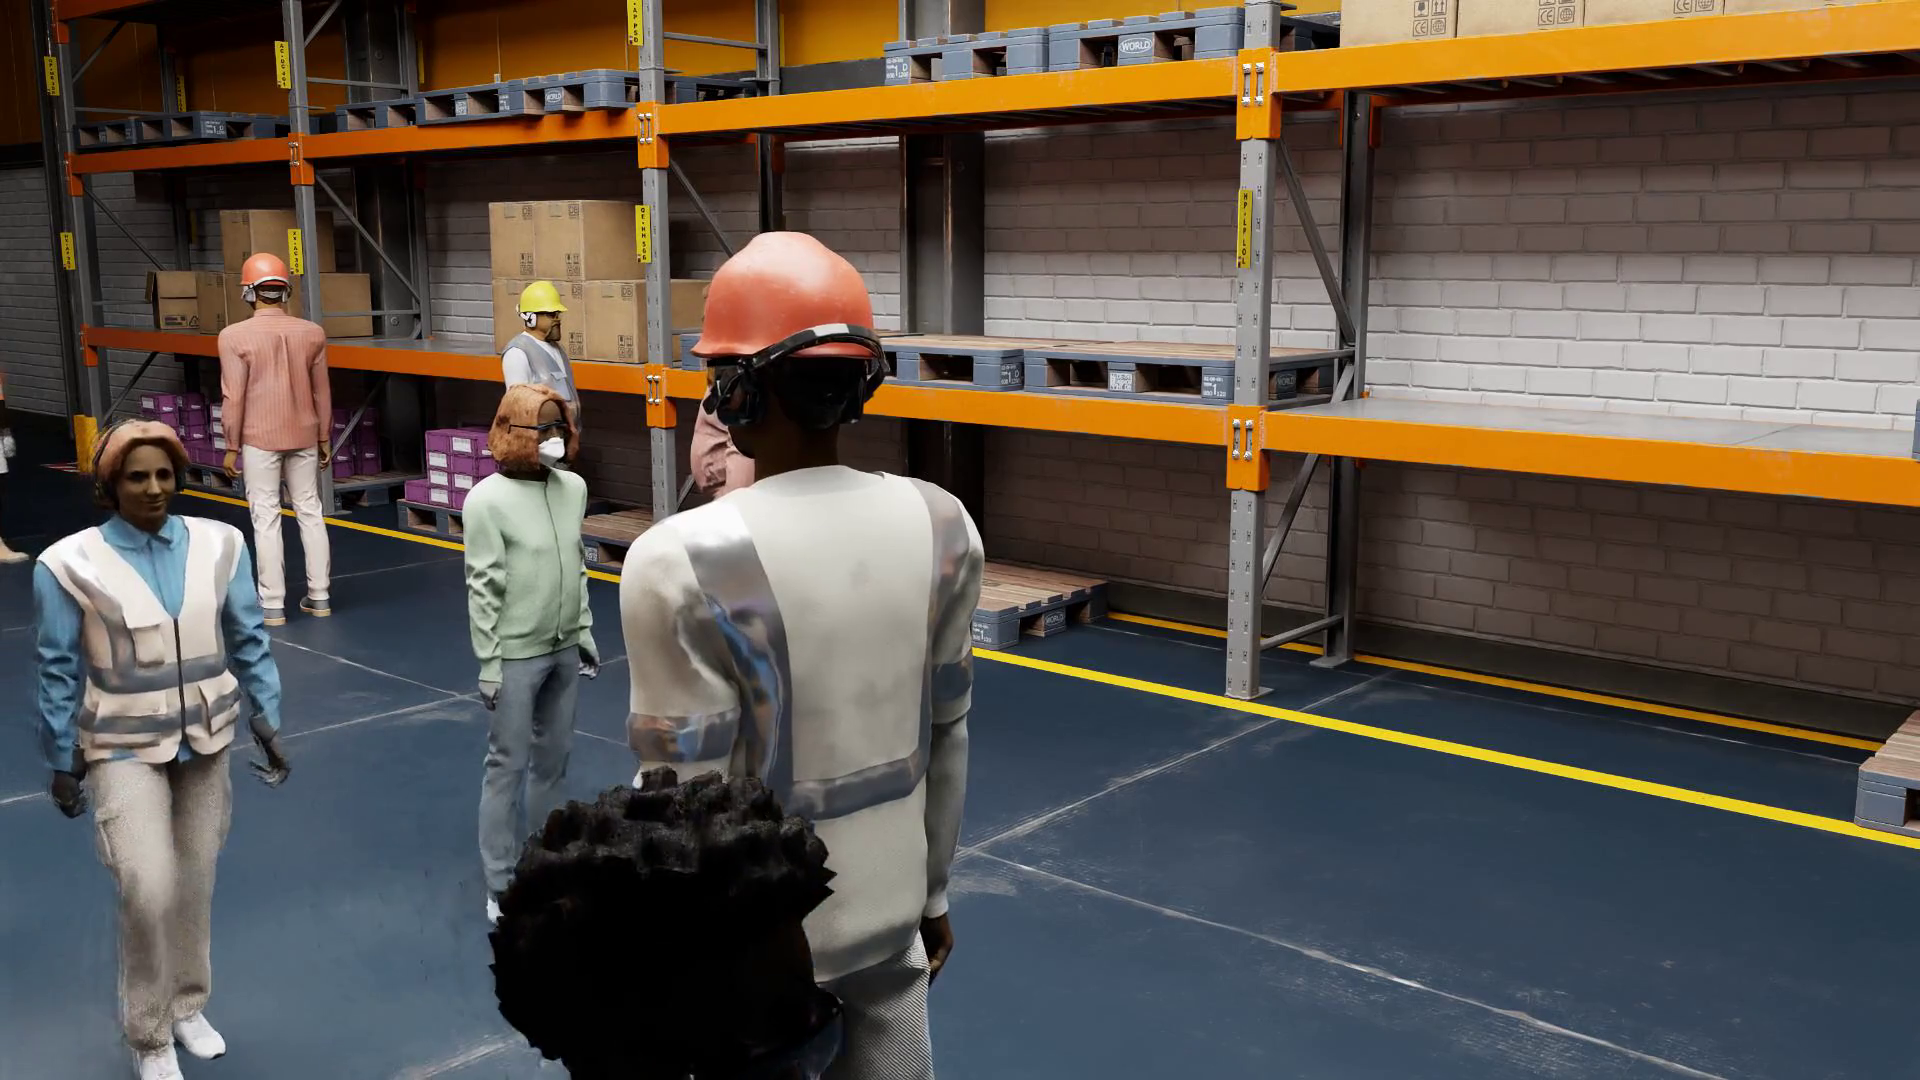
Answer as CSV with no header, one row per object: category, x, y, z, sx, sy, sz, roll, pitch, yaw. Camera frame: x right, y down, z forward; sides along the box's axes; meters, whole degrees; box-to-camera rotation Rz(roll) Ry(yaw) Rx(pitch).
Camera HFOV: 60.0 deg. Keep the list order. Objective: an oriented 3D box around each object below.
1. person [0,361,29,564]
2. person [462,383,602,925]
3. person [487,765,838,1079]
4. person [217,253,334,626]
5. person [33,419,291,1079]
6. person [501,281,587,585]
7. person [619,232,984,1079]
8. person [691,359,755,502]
person,-6.313,-0.679,10.687,0.624,1.675,0.317,4,11,21
person,-1.265,0.344,4.978,0.271,1.632,0.503,5,11,26
person,-0.153,0.982,1.186,0.529,1.678,0.557,6,12,32
person,-3.689,-0.540,8.983,0.385,1.993,0.624,8,13,39
person,-1.880,0.524,4.006,0.561,1.621,0.518,8,13,38
person,-2.397,-0.574,9.641,0.404,1.831,0.600,2,10,11
person,-0.249,0.569,2.537,0.607,2.044,0.378,-9,14,-43
person,-0.906,-0.127,6.880,0.406,1.911,0.637,1,10,4
